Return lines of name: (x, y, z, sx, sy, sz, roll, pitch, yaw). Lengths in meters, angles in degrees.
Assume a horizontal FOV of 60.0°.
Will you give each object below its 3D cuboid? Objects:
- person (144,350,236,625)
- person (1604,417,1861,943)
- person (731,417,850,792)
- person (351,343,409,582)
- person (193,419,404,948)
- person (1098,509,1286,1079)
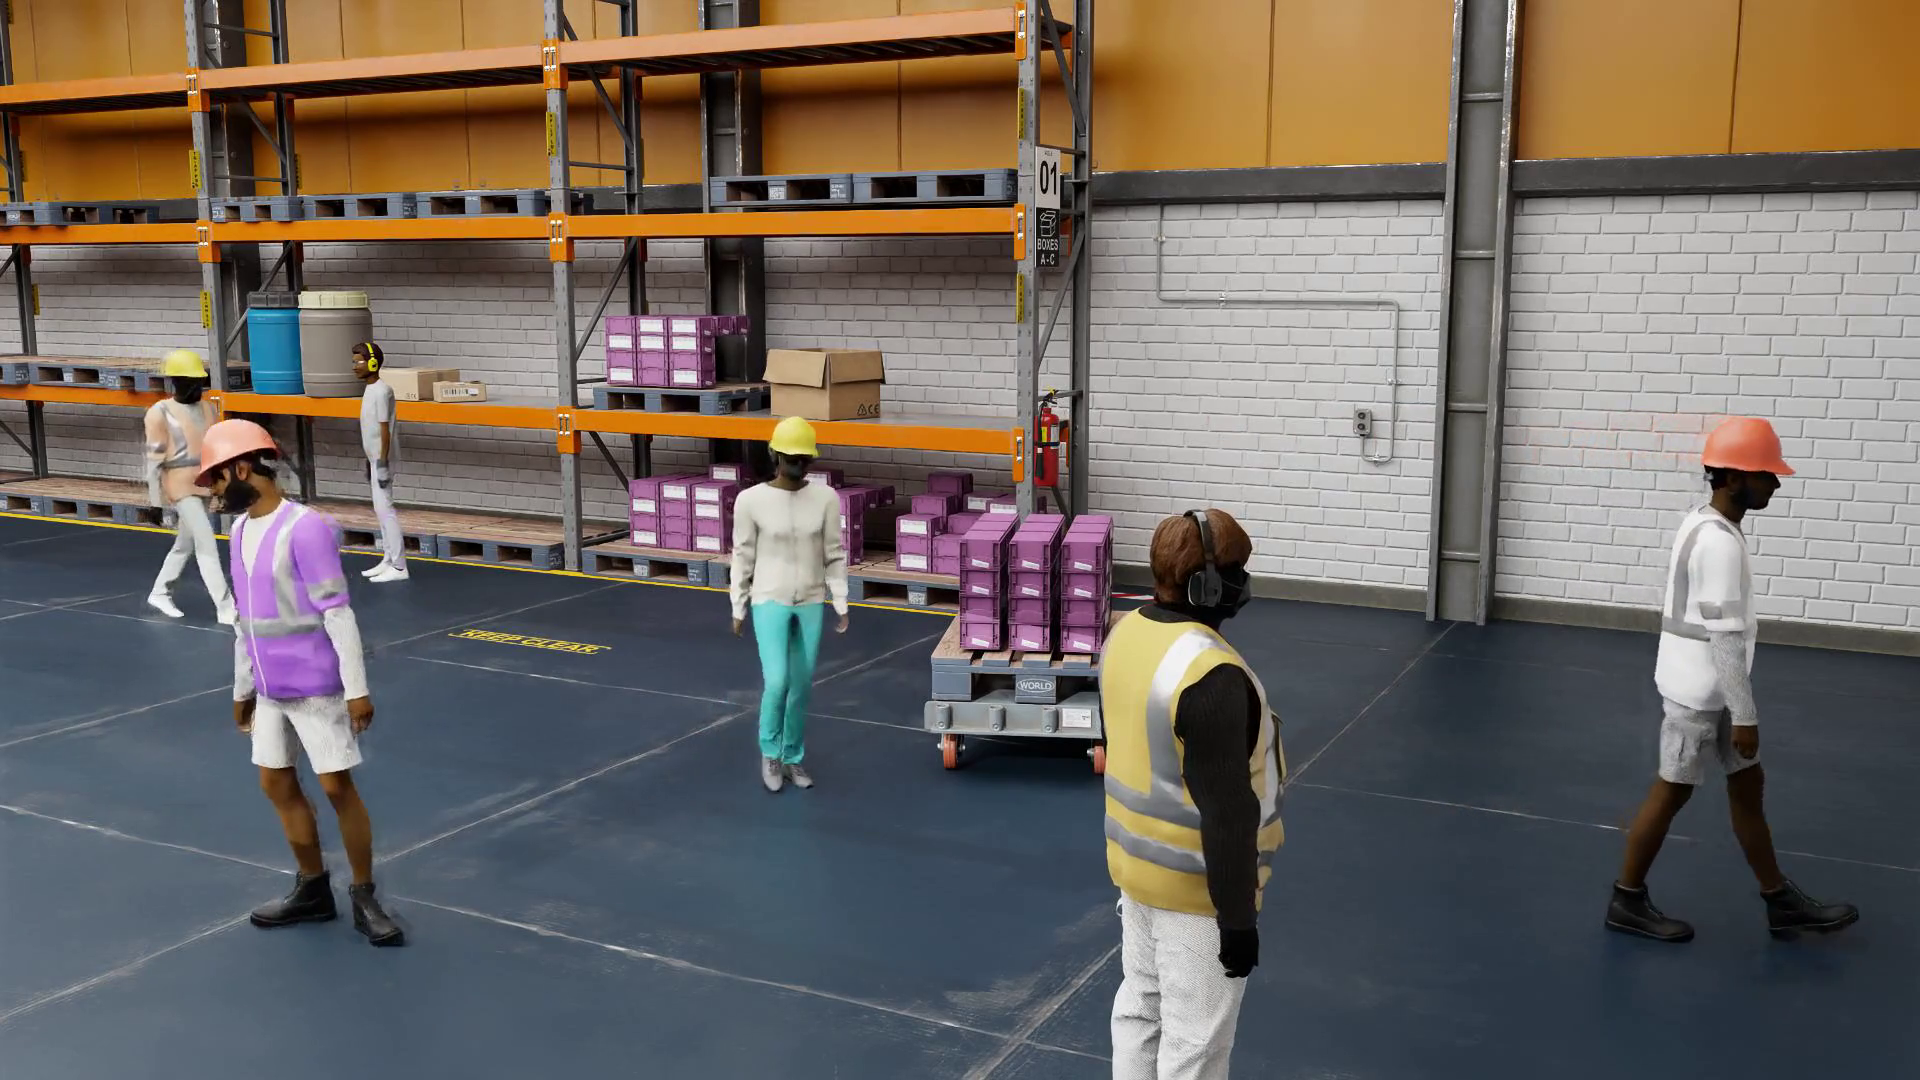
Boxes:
person: (-5.278, -0.361, 11.379, 0.966, 1.886, 0.598, 3, 10, 16)
person: (2.768, 0.526, 5.841, 0.904, 1.895, 0.562, 4, 10, 24)
person: (-0.767, 0.304, 7.664, 0.543, 1.744, 0.450, -5, 10, -27)
person: (-4.529, -0.604, 12.952, 0.320, 1.860, 0.505, -5, 11, -29)
person: (-2.333, 0.526, 5.913, 0.737, 1.894, 0.385, 6, 11, 33)
person: (0.574, 0.837, 4.099, 0.429, 1.845, 0.621, -3, 10, -18)
